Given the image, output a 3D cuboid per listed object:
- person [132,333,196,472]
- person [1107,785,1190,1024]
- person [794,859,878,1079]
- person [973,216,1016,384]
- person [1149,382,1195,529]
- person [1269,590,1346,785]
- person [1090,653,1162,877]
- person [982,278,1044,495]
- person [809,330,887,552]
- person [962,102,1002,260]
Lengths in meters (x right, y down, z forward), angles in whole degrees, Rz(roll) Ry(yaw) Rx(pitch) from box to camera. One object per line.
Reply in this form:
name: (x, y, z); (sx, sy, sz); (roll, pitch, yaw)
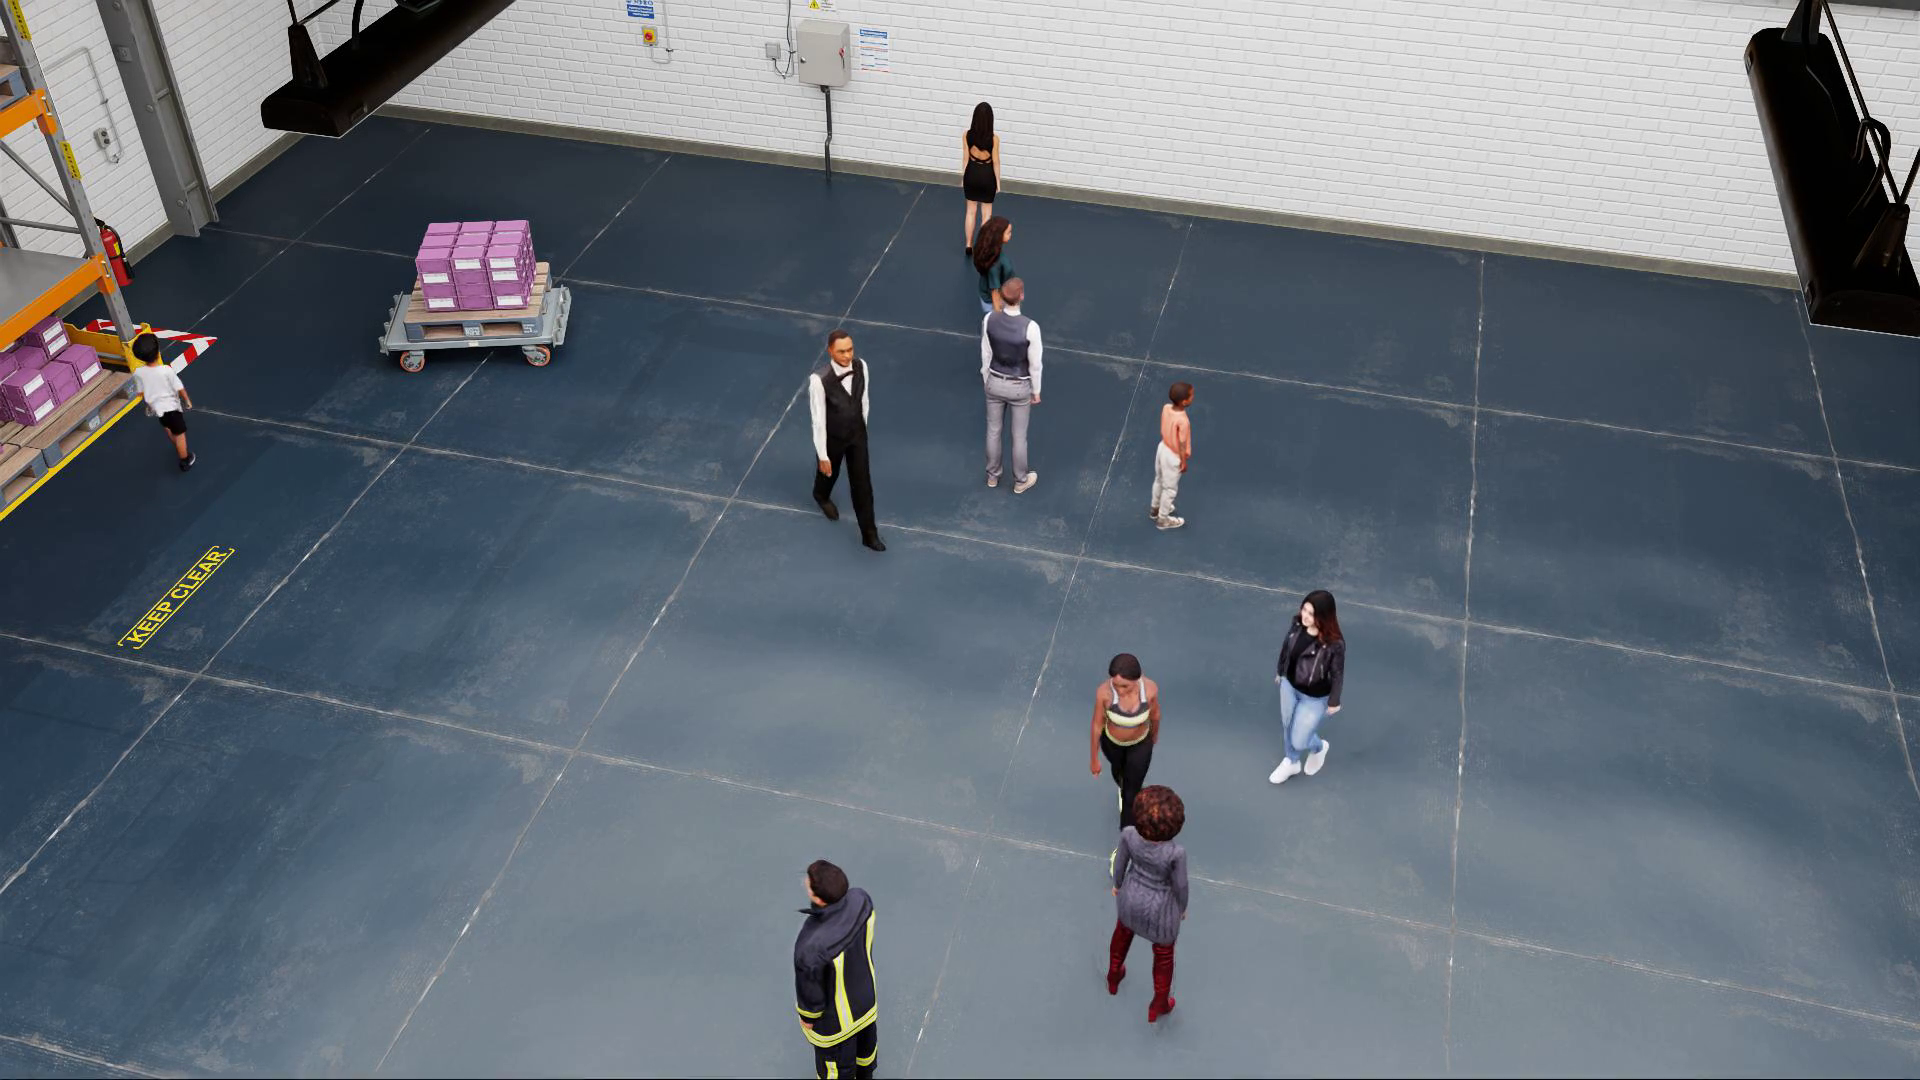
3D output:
person: (-6.611, -1.106, 13.793); (0.613, 1.246, 0.707); (-4, 39, -5)
person: (1.058, 2.052, 9.469); (0.673, 1.706, 0.633); (21, 43, 24)
person: (-0.652, 2.381, 8.881); (0.908, 1.926, 0.711); (20, 43, 23)
person: (0.298, -2.133, 14.782); (0.741, 1.616, 0.641); (-3, 39, -4)
person: (1.672, -0.681, 13.213); (0.606, 1.306, 0.531); (-12, 40, -15)
person: (2.324, 0.954, 10.909); (0.855, 1.626, 0.801); (-23, 44, -26)
person: (1.066, 1.233, 10.509); (0.651, 1.690, 1.100); (0, 39, 0)
person: (0.398, -1.253, 13.424); (0.686, 1.935, 0.592); (15, 41, 18)
person: (-0.977, -0.858, 12.981); (1.267, 1.872, 1.309); (-21, 43, -25)
person: (0.201, -3.558, 16.542); (0.542, 1.646, 0.472); (10, 40, 12)
